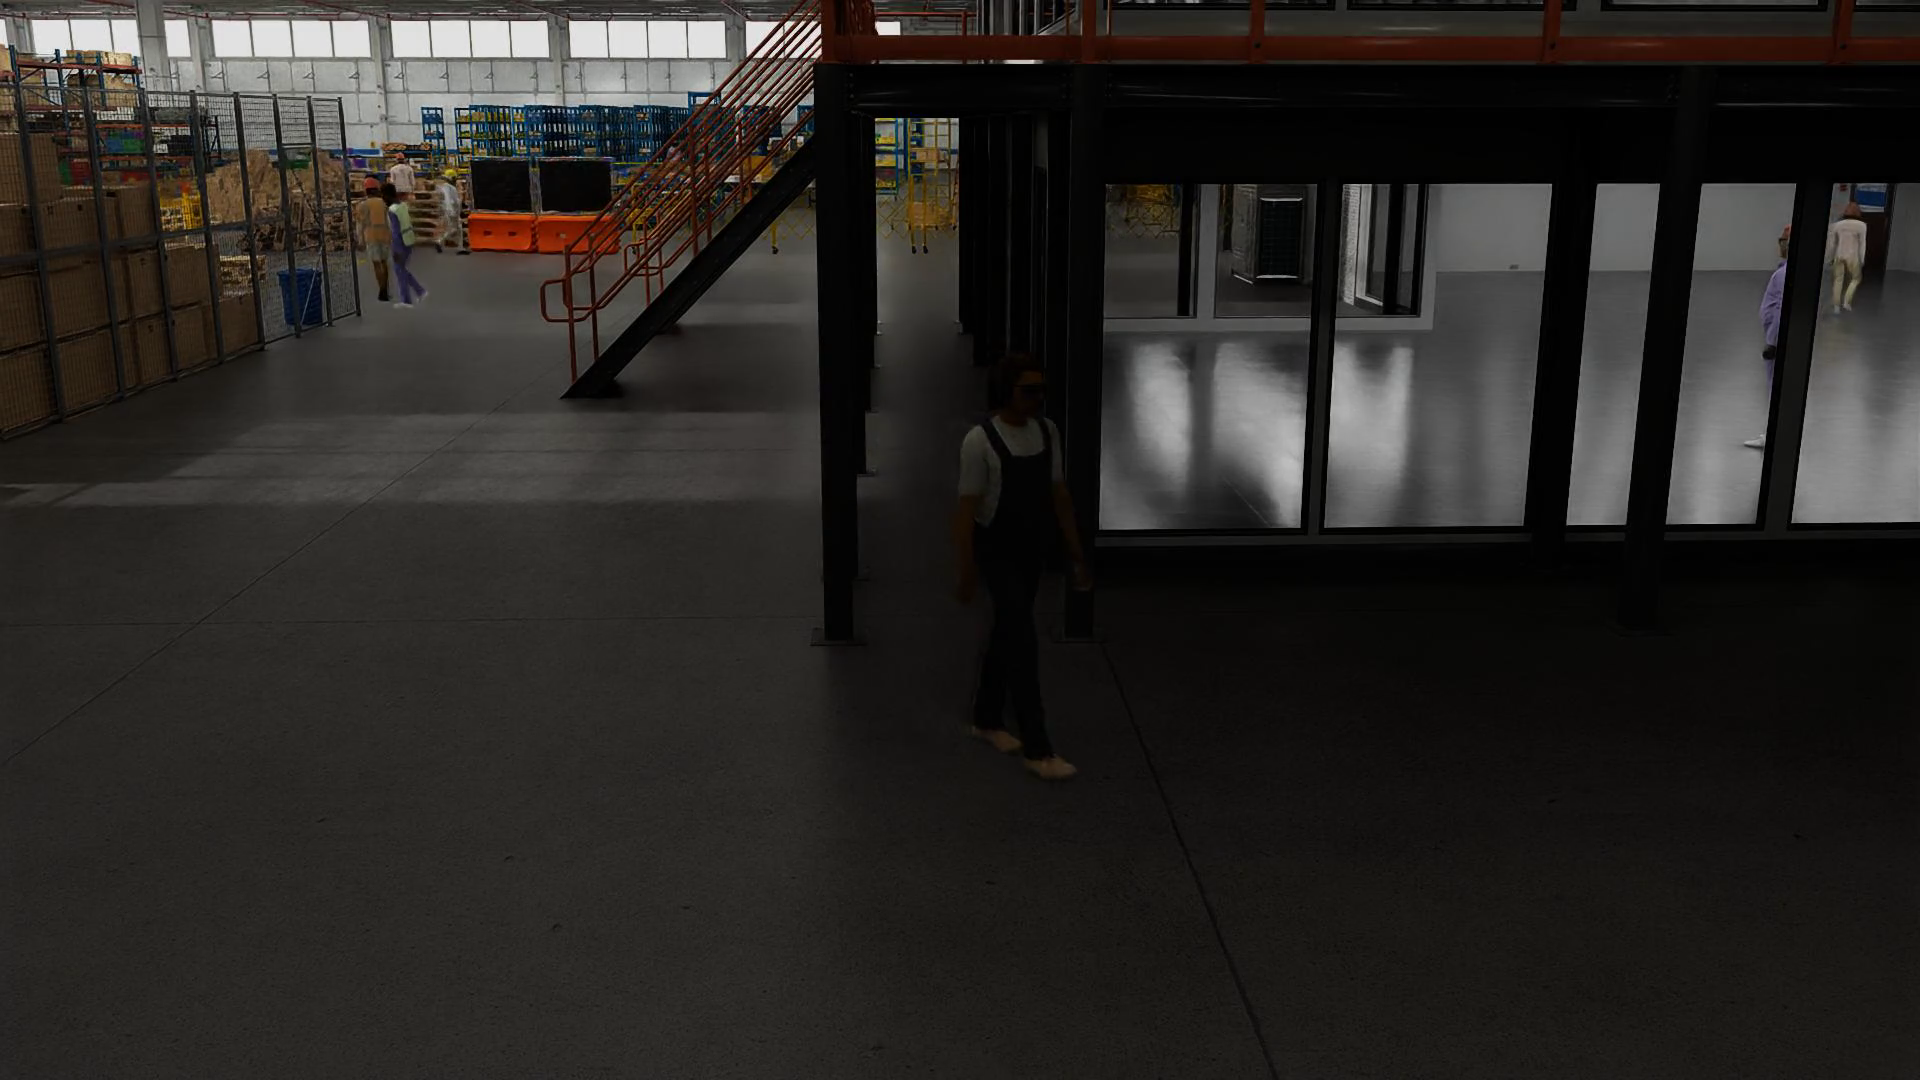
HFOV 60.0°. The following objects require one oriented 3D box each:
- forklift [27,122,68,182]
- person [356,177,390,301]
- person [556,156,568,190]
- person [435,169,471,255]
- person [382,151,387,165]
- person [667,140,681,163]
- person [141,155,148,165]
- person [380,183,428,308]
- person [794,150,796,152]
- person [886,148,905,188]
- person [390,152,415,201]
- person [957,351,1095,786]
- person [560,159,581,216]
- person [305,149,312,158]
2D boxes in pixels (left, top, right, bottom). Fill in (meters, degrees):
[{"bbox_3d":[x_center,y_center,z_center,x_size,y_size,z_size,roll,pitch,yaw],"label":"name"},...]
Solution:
[{"bbox_3d":[-35.376,-14.773,64.377,1.129,2.768,1.873,-1,14,-2],"label":"forklift"},{"bbox_3d":[-9.255,-4.754,26.289,0.583,1.909,0.822,-10,17,-34],"label":"person"},{"bbox_3d":[-14.053,-12.784,58.955,0.499,1.633,0.286,-4,15,-17],"label":"person"},{"bbox_3d":[-10.760,-6.919,35.139,0.627,1.817,0.606,1,14,4],"label":"person"},{"bbox_3d":[-31.898,-21.121,92.150,0.917,1.694,0.582,-4,15,-14],"label":"person"},{"bbox_3d":[-13.353,-17.635,77.610,0.643,2.003,0.801,-1,14,-5],"label":"person"},{"bbox_3d":[-40.526,-18.932,82.898,0.399,1.943,0.615,11,18,36],"label":"person"},{"bbox_3d":[-8.395,-4.417,25.010,0.443,1.879,0.674,0,14,-1],"label":"person"},{"bbox_3d":[-8.306,-19.358,84.507,0.392,1.991,0.613,-6,15,-21],"label":"person"},{"bbox_3d":[-2.933,-16.289,72.814,0.926,1.729,0.532,2,14,8],"label":"person"},{"bbox_3d":[-14.830,-9.306,44.320,0.612,1.997,0.376,-7,15,-25],"label":"person"},{"bbox_3d":[0.305,0.114,7.049,0.853,1.813,0.534,13,19,42],"label":"person"},{"bbox_3d":[-9.887,-8.728,42.251,1.011,1.882,0.572,0,14,0],"label":"person"},{"bbox_3d":[-26.145,-14.936,67.216,0.752,1.801,0.609,-4,15,-17],"label":"person"}]
